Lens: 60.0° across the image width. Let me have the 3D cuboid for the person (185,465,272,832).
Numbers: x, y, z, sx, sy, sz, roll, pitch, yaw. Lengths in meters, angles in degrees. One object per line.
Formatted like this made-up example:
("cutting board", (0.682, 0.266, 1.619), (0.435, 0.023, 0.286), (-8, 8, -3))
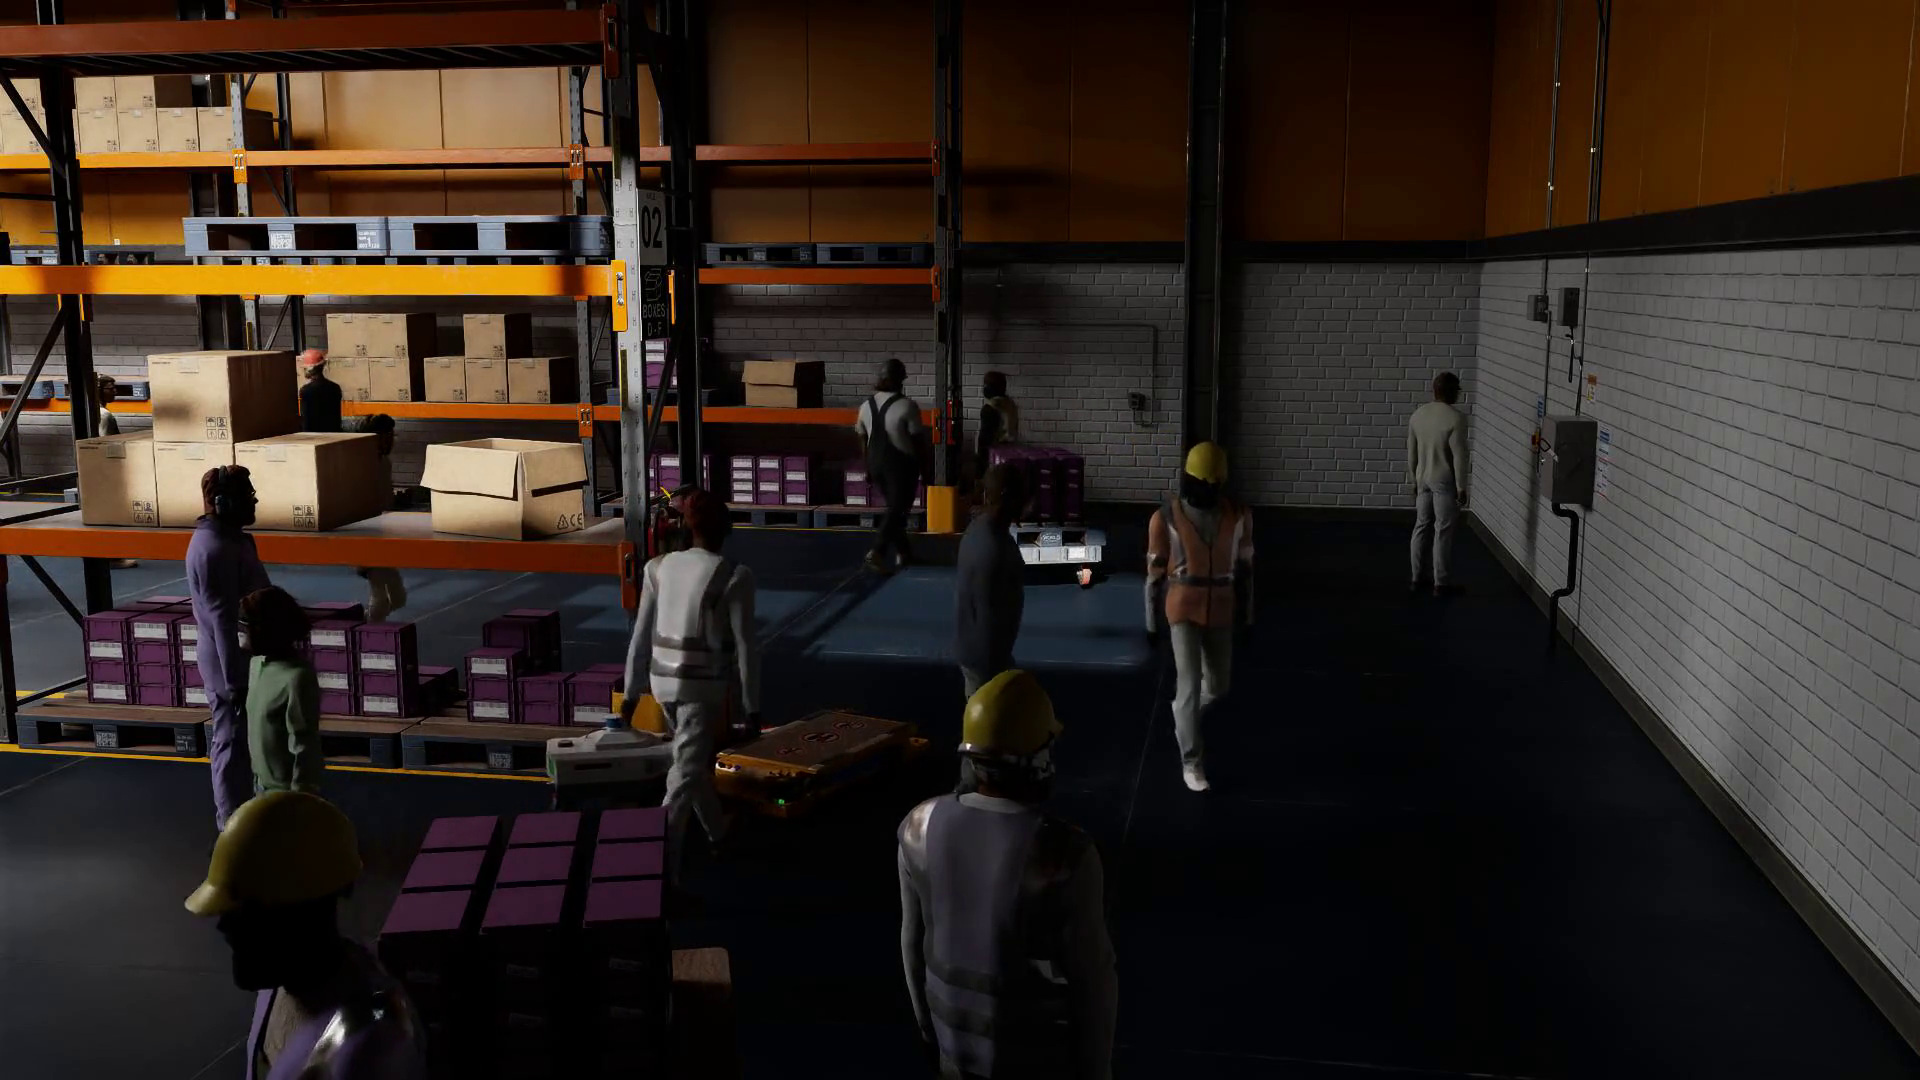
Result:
("person", (-3.369, 0.598, 7.794), (0.409, 1.909, 0.640), (-4, 10, -26))

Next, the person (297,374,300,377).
("person", (-6.897, -0.896, 16.983), (0.381, 1.931, 0.548), (-5, 10, -26))

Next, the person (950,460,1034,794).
("person", (0.155, 0.583, 7.842), (0.458, 1.919, 0.662), (-1, 9, -4))

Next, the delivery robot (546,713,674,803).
("delivery robot", (-1.735, 1.122, 8.432), (0.707, 0.478, 0.477), (-2, 9, -12))

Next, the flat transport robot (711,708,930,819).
("flat transport robot", (-0.803, 1.196, 9.138), (0.652, 0.197, 1.431), (5, 10, 29))

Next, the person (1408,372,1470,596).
("person", (4.154, -0.488, 14.429), (0.353, 1.937, 0.635), (-5, 10, -29))

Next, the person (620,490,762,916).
("person", (-1.181, 0.690, 7.518), (0.649, 1.817, 1.055), (5, 10, 28))

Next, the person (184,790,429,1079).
("person", (-1.178, 1.368, 3.108), (1.015, 1.875, 0.611), (-6, 11, -32))

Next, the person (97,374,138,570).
("person", (-8.070, -0.642, 15.683), (0.505, 1.842, 0.347), (9, 13, 43))

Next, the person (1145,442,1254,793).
("person", (1.292, 0.381, 9.169), (0.598, 1.897, 0.713), (-2, 9, -13))

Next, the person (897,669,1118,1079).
("person", (0.135, 1.223, 4.129), (0.590, 1.837, 0.404), (6, 11, 33))

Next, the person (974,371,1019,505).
("person", (0.446, -0.780, 16.625), (0.725, 1.818, 0.627), (3, 10, 21))

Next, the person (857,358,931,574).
("person", (-0.643, -0.720, 15.550), (0.679, 2.000, 0.949), (8, 12, 41))

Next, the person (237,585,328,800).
("person", (-2.578, 0.972, 6.351), (0.286, 1.622, 0.514), (-9, 13, -44))

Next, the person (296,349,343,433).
("person", (-6.847, -1.052, 17.815), (0.429, 1.974, 0.636), (4, 10, 23))

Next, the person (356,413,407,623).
("person", (-4.057, 0.049, 11.394), (0.539, 1.845, 0.510), (2, 9, 14))
